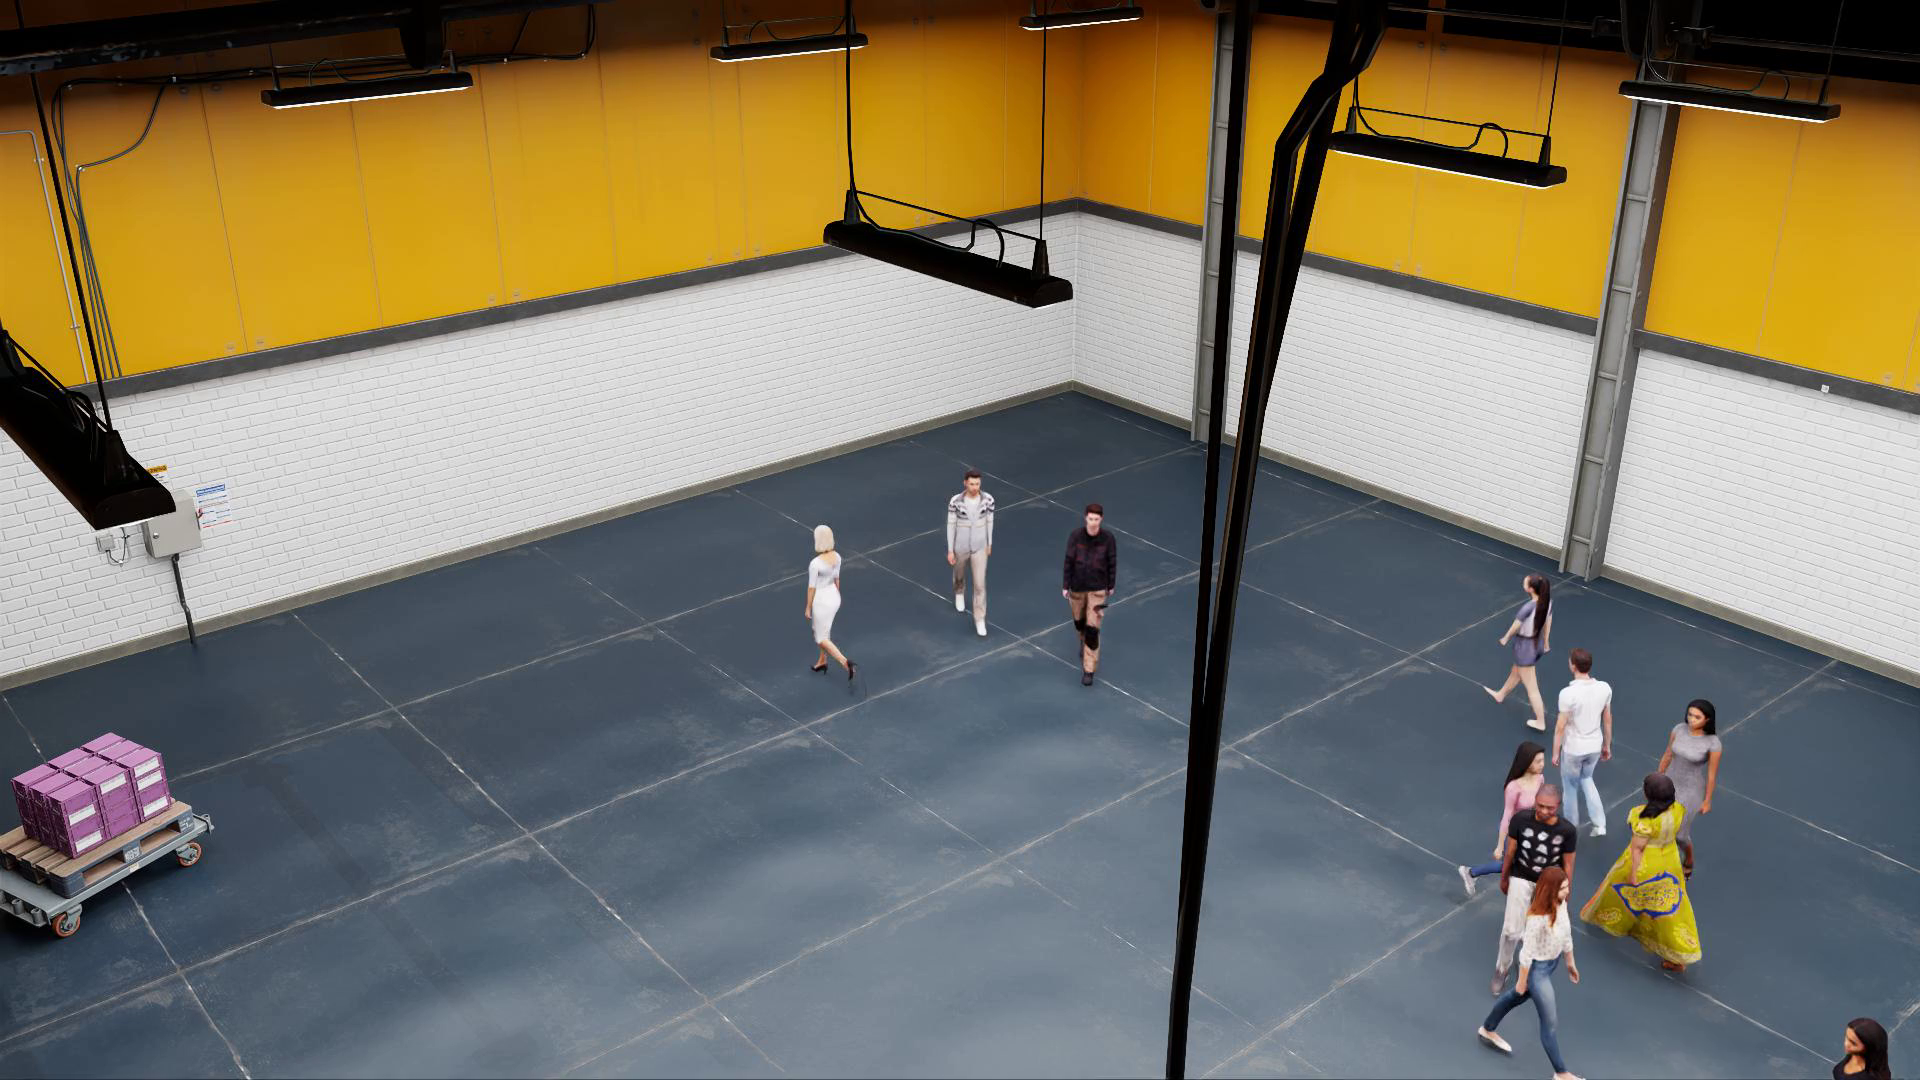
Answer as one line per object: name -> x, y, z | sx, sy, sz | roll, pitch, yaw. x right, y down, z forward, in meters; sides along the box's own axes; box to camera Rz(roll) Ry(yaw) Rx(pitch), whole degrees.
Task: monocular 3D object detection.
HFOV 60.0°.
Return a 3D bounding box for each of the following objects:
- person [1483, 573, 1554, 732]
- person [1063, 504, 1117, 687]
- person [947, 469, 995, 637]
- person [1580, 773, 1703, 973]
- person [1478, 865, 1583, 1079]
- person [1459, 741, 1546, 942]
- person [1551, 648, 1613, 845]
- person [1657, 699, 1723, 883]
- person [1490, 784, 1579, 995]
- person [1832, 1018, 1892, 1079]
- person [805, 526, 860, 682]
person -> 5.658, 1.132, 16.328 | 0.604, 1.604, 1.010 | -16, 28, -32
person -> 1.350, 0.490, 17.447 | 1.258, 1.883, 1.252 | 4, 24, 10
person -> 0.088, 0.047, 18.528 | 1.125, 1.828, 1.300 | -2, 24, -5
person -> 5.444, 2.599, 12.962 | 0.957, 1.610, 1.300 | -9, 25, -19
person -> 4.059, 3.032, 11.878 | 1.131, 1.686, 0.667 | 21, 31, 40
person -> 4.413, 2.350, 13.396 | 0.645, 1.721, 1.077 | -16, 28, -32
person -> 5.429, 1.863, 14.377 | 0.839, 1.828, 0.951 | -6, 24, -14
person -> 6.086, 2.100, 13.903 | 0.688, 1.772, 0.591 | -15, 28, -31
person -> 4.427, 2.595, 12.751 | 0.849, 1.788, 0.902 | 8, 25, 17
person -> 5.670, 3.701, 10.355 | 1.060, 1.680, 1.056 | 1, 24, 3
person -> -1.344, 0.698, 17.162 | 1.000, 1.729, 0.743 | 16, 28, 32
